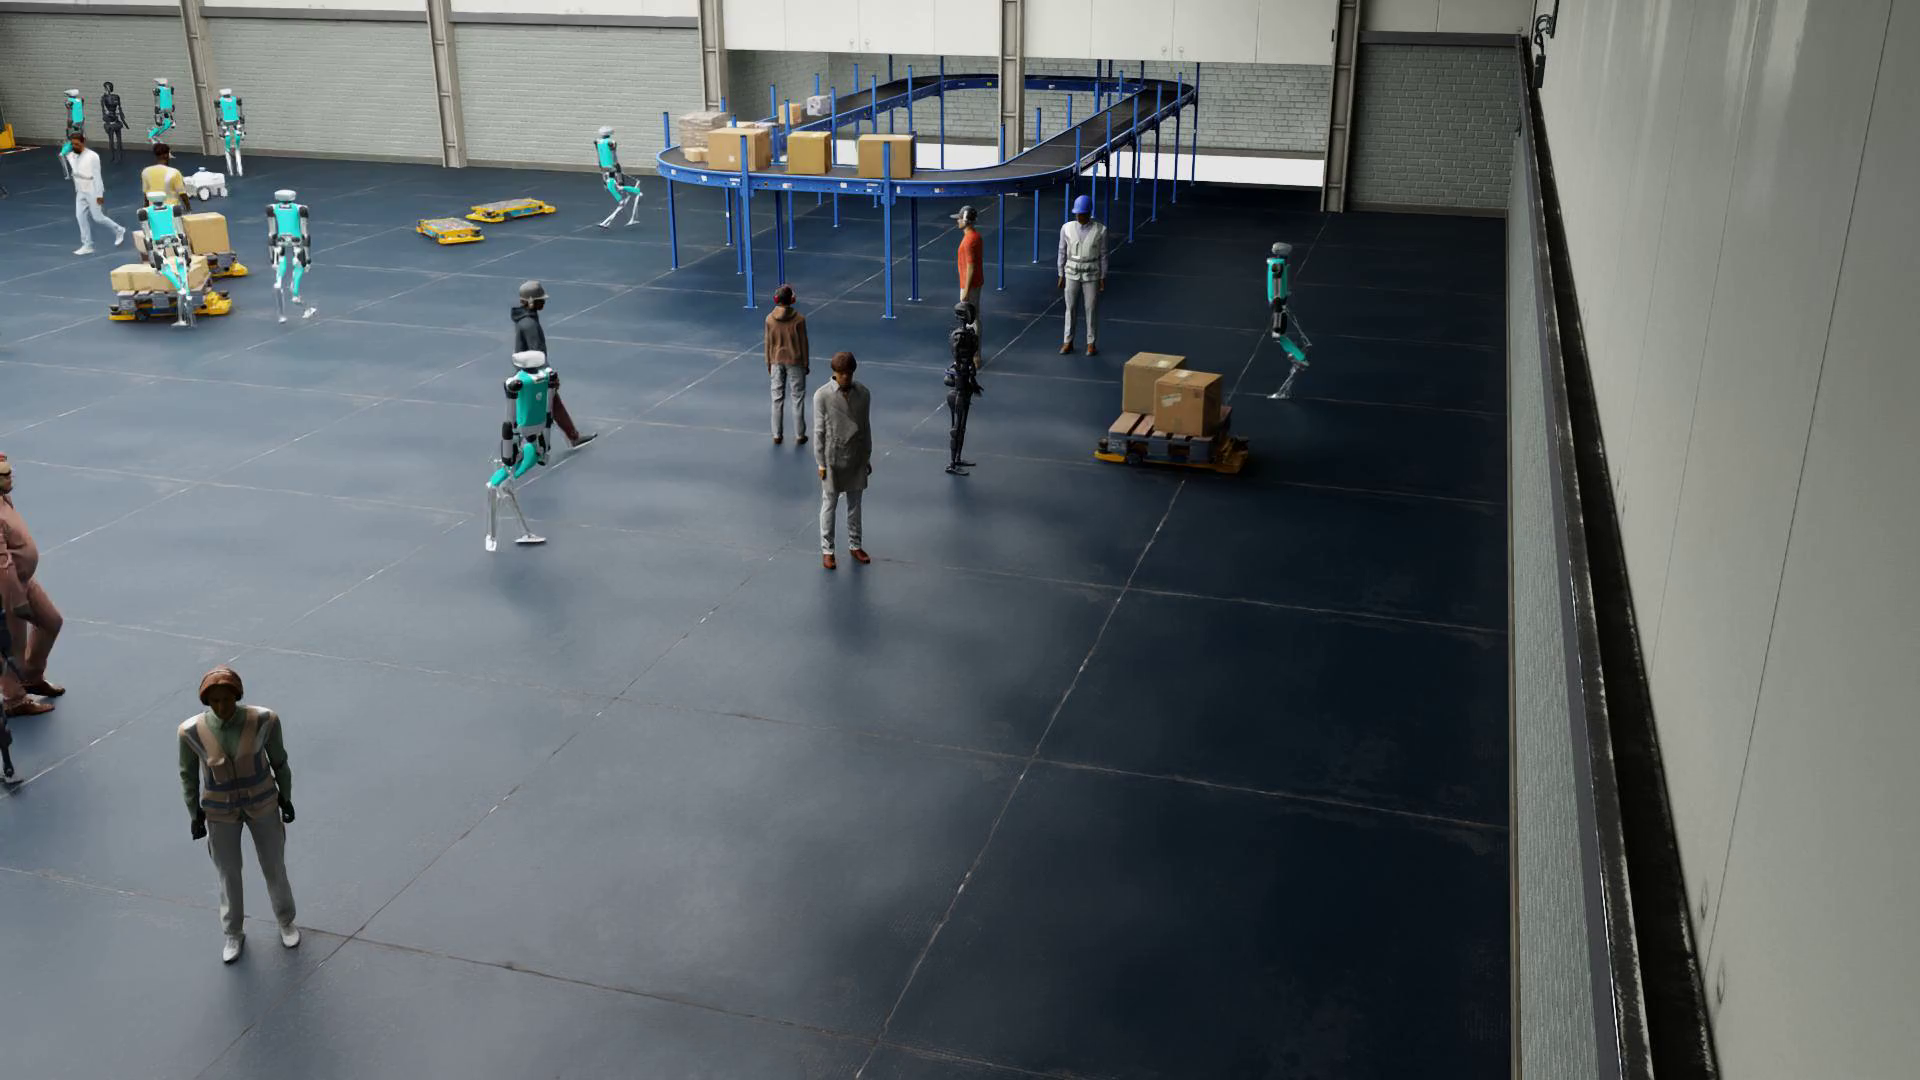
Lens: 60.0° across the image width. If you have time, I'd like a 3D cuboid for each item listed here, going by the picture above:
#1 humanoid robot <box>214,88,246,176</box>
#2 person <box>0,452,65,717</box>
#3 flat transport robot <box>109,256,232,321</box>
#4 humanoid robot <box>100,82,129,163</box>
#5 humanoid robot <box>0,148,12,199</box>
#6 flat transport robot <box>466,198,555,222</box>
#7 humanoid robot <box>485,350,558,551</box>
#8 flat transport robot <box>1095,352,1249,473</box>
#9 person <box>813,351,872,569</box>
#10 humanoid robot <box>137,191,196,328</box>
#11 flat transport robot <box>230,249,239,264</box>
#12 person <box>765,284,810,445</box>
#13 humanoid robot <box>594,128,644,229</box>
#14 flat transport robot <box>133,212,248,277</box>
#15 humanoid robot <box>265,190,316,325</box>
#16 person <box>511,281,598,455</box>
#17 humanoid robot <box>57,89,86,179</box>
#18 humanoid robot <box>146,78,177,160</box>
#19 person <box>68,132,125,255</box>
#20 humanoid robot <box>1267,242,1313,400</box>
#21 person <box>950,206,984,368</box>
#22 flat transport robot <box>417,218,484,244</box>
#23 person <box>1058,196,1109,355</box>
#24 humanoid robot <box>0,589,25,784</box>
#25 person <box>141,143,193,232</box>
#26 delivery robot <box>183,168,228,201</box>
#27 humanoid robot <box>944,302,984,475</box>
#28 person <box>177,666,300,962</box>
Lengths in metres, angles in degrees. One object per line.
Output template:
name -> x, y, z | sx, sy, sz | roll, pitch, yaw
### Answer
humanoid robot -> -14.632, -8.153, 33.317 | 0.537, 1.787, 0.818 | -15, 26, -34
person -> -6.339, 0.307, 11.141 | 0.520, 1.887, 0.648 | -8, 22, -20
flat transport robot -> -10.599, -3.146, 22.336 | 1.431, 0.231, 0.659 | -6, 22, -16
humanoid robot -> -17.829, -8.809, 35.048 | 0.315, 1.657, 0.599 | 6, 22, 16
humanoid robot -> -17.937, -7.140, 30.762 | 0.589, 1.665, 0.364 | 11, 24, 26
flat transport robot -> -7.886, -5.784, 29.179 | 0.659, 0.231, 1.431 | 15, 26, 34
humanoid robot -> -3.833, -0.770, 14.145 | 0.861, 1.774, 0.593 | 12, 24, 29
flat transport robot -> 2.114, -0.911, 16.540 | 1.431, 0.231, 0.659 | 7, 22, 17
person -> -0.958, -0.668, 13.745 | 0.502, 1.830, 0.364 | -9, 23, -22
humanoid robot -> -10.050, -3.501, 21.314 | 0.532, 1.842, 0.807 | -18, 28, -39
flat transport robot -> -11.613, -4.356, 25.475 | 0.659, 0.231, 1.431 | -17, 27, -37
person -> -1.754, -1.770, 16.855 | 0.456, 1.644, 0.321 | 4, 21, 10
humanoid robot -> -5.654, -6.003, 27.717 | 1.019, 1.732, 0.536 | -19, 28, -41
flat transport robot -> -11.332, -3.965, 24.461 | 1.431, 0.231, 0.659 | -15, 26, -34
humanoid robot -> -8.712, -3.590, 21.513 | 0.541, 1.765, 1.049 | -1, 21, -3
person -> -4.125, -1.680, 16.455 | 0.951, 1.762, 0.546 | -5, 22, -13
humanoid robot -> -17.724, -8.007, 32.994 | 0.839, 1.831, 0.562 | 1, 21, 2
humanoid robot -> -16.806, -8.832, 34.866 | 0.735, 1.671, 0.533 | 6, 22, 16
person -> -13.638, -5.468, 26.116 | 0.607, 1.886, 0.753 | 7, 22, 18
humanoid robot -> 3.655, -2.328, 18.274 | 0.656, 1.867, 0.551 | 4, 21, 9
person -> 0.075, -2.989, 19.649 | 0.404, 1.910, 0.481 | 4, 21, 9
flat transport robot -> -8.405, -5.091, 27.383 | 0.659, 0.231, 1.431 | -14, 25, -32
person -> 1.485, -3.205, 20.162 | 0.613, 1.942, 0.396 | 5, 22, 13
humanoid robot -> -6.156, 0.756, 10.278 | 0.600, 1.635, 0.663 | -13, 25, -30
person -> -11.610, -4.878, 24.530 | 0.624, 1.921, 0.961 | 4, 22, 11
delivery robot -> -14.066, -6.623, 30.946 | 0.499, 0.586, 0.773 | 11, 23, 25
humanoid robot -> 0.032, -1.485, 16.051 | 0.315, 1.657, 0.599 | 6, 22, 16
person -> -3.724, 1.405, 8.628 | 0.521, 1.636, 0.308 | -9, 23, -22
